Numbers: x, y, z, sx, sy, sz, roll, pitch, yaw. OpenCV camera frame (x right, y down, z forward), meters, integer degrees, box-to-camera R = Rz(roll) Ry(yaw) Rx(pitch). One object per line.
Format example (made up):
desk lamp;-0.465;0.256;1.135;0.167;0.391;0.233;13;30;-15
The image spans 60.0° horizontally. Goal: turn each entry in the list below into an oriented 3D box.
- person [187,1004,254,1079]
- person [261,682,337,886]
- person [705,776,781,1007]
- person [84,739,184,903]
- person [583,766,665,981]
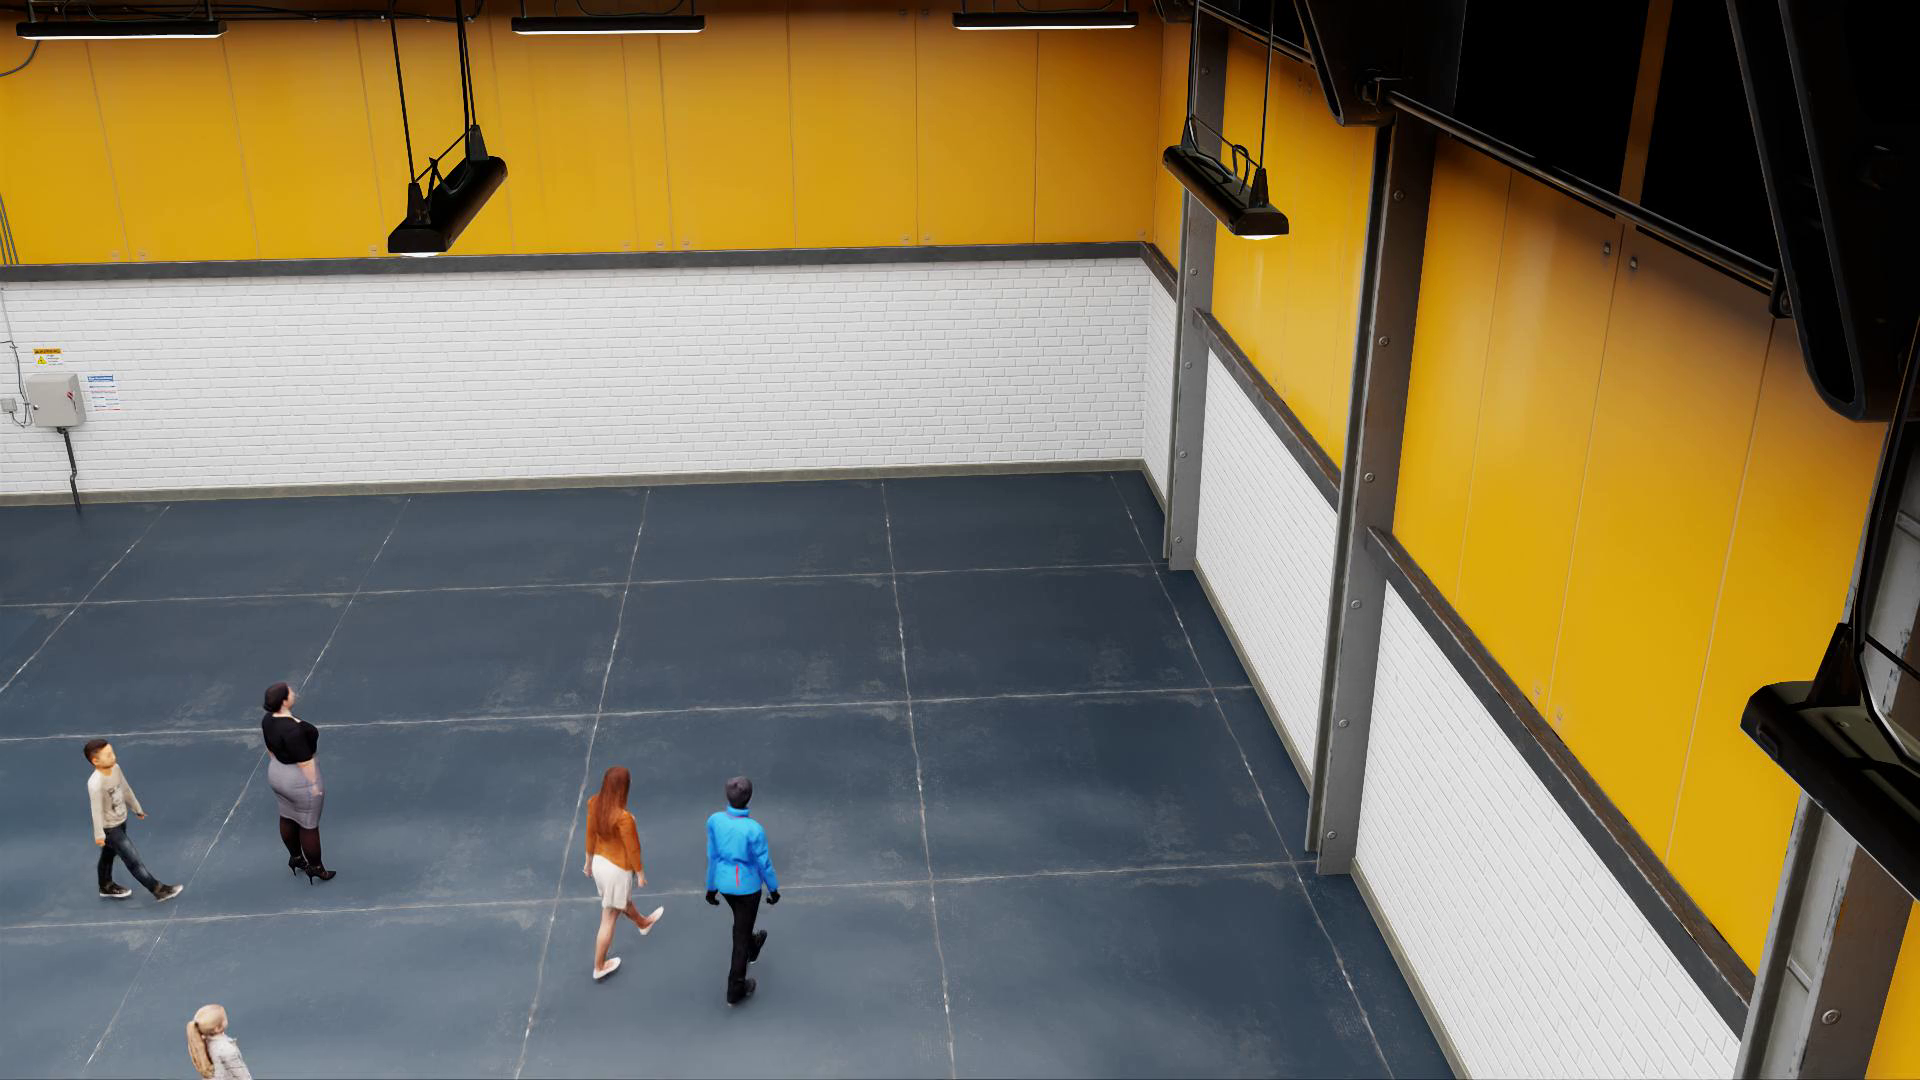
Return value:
person;-4.625;3.470;10.365;0.648;1.261;0.709;17;29;34
person;-5.309;1.930;13.265;0.773;1.760;0.825;17;29;34
person;-1.629;2.536;11.867;0.946;1.770;1.099;10;26;23
person;-6.704;2.222;13.002;0.628;1.436;0.868;-1;24;-3
person;-2.595;2.461;12.147;1.043;1.682;1.109;17;29;34
